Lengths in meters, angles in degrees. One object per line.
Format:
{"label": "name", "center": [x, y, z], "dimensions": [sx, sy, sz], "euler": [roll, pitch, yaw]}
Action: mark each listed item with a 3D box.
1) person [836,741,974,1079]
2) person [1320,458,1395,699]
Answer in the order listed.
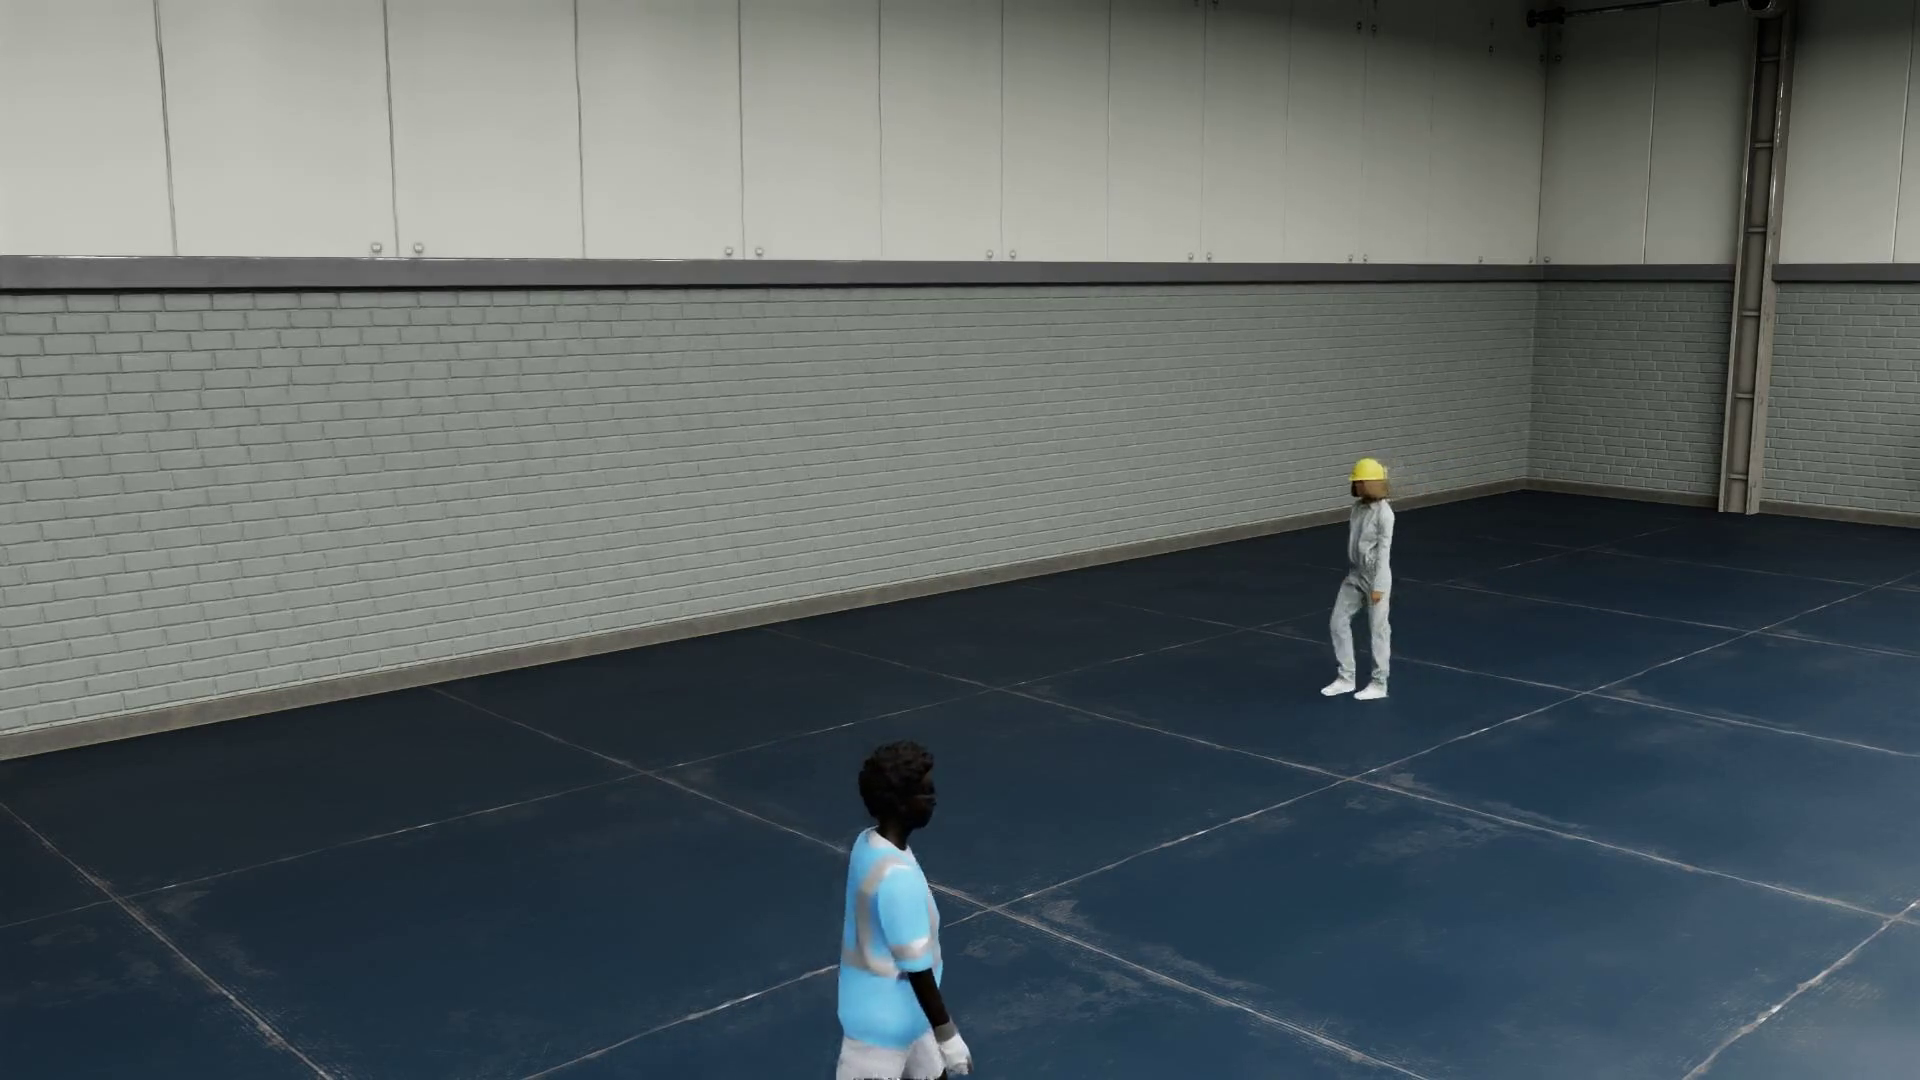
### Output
{"label": "person", "center": [-0.139, 1.415, 4.982], "dimensions": [0.873, 1.651, 0.541], "euler": [-1, 9, -6]}
{"label": "person", "center": [2.804, 0.287, 11.730], "dimensions": [0.592, 1.723, 0.506], "euler": [-3, 10, -20]}
